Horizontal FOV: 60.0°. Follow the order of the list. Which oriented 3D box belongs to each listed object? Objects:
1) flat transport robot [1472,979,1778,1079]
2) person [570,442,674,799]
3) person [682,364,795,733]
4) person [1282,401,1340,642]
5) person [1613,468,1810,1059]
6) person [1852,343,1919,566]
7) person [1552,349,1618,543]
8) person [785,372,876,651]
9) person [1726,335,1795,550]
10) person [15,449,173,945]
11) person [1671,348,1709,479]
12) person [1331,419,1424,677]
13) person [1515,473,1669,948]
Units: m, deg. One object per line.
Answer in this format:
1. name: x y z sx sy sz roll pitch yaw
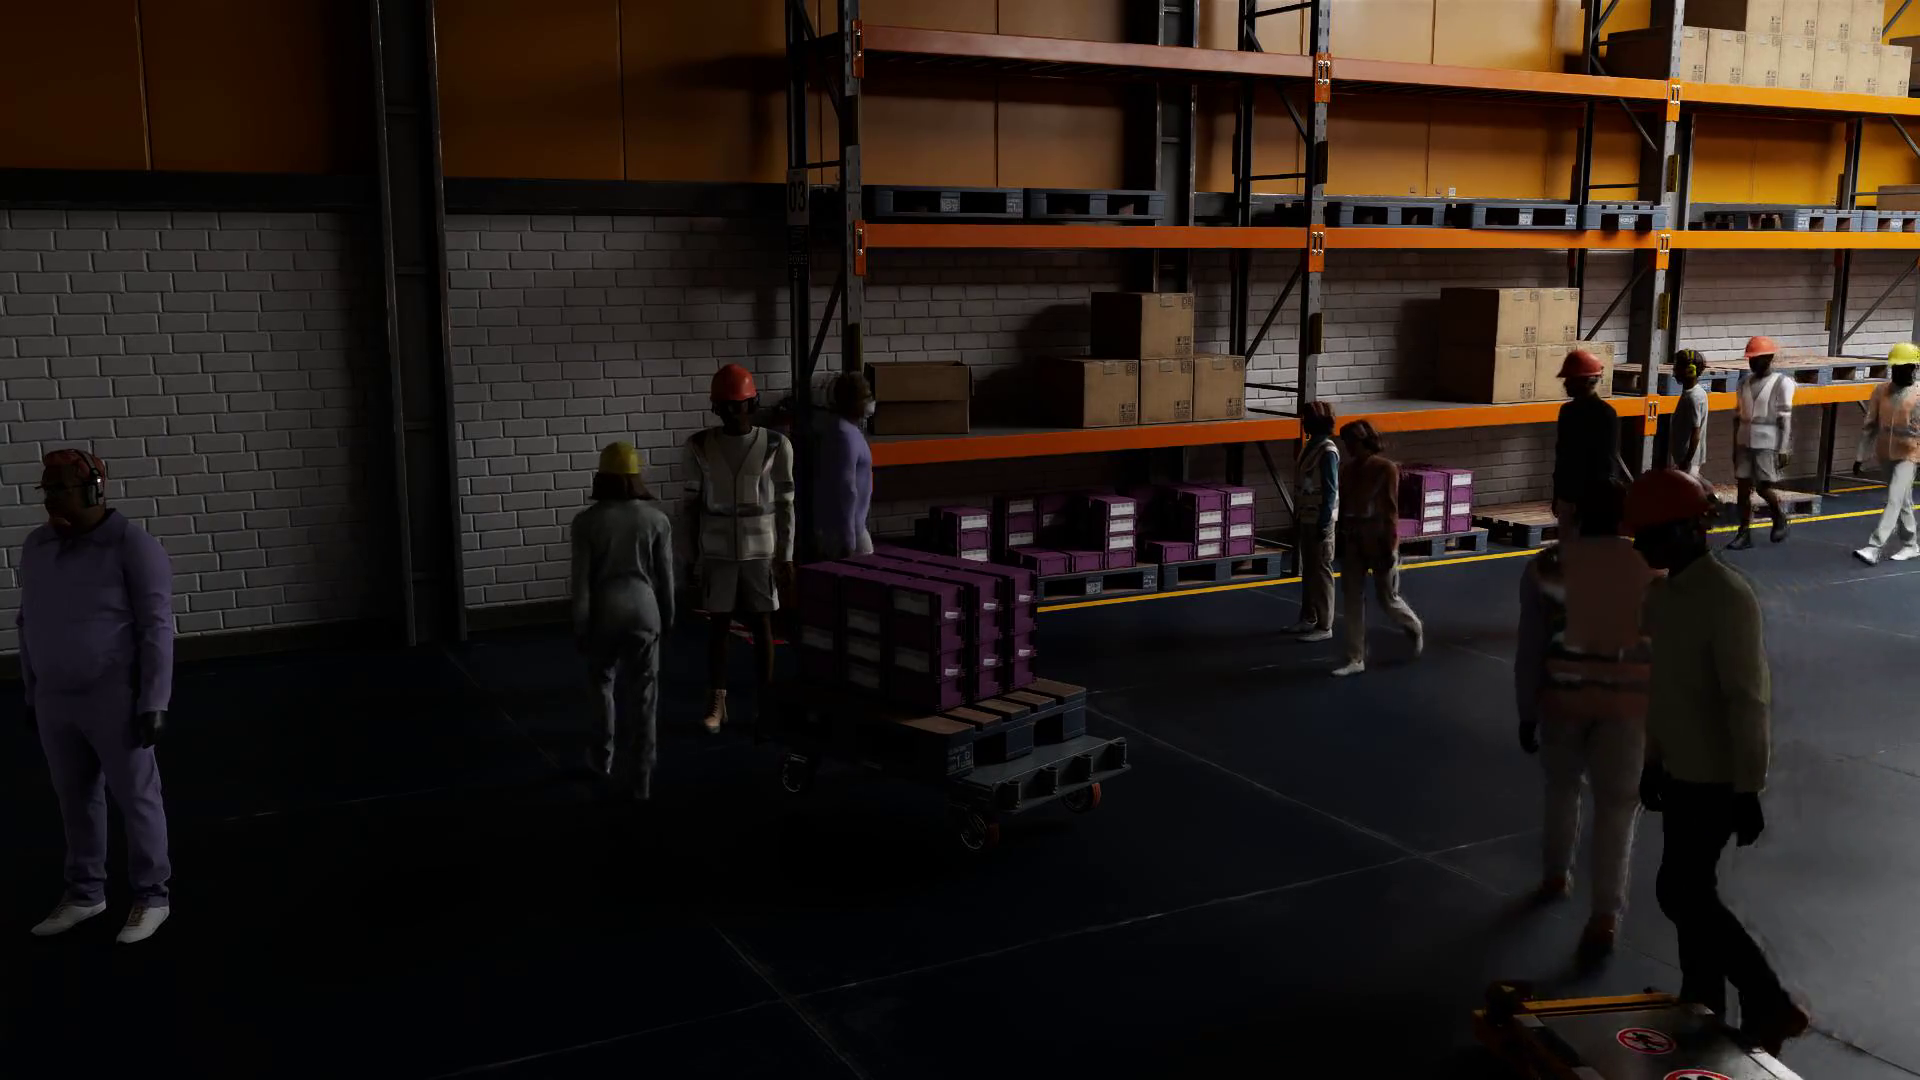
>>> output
1. flat transport robot: 2.142 1.670 4.917 0.652 0.197 1.431 -1 10 -9
2. person: -1.680 0.371 8.219 0.514 1.711 0.796 -4 11 -20
3. person: -1.209 0.061 9.086 0.614 2.041 0.393 0 10 -1
4. person: 2.422 -0.131 11.338 0.307 1.645 0.519 -1 10 -7
5. person: 2.387 0.748 5.415 0.560 1.946 0.668 1 10 6
6. person: 7.867 -0.716 14.041 0.989 1.870 0.608 -5 11 -27
7. person: 4.242 -0.312 11.410 0.412 1.983 0.614 -2 10 -12
8. person: -0.734 -0.051 10.062 0.526 1.928 0.639 -1 10 -7
9. person: 7.106 -0.857 14.732 0.541 1.914 0.559 -6 12 -31
10. person: -3.330 0.600 6.372 0.638 1.910 0.407 2 10 13
11. person: 5.847 -0.611 13.452 0.329 1.872 0.508 4 11 20
12. person: 2.623 0.036 10.456 0.682 1.610 0.528 -7 12 -36
13. person: 2.473 0.645 6.472 0.606 1.809 0.935 4 11 20
